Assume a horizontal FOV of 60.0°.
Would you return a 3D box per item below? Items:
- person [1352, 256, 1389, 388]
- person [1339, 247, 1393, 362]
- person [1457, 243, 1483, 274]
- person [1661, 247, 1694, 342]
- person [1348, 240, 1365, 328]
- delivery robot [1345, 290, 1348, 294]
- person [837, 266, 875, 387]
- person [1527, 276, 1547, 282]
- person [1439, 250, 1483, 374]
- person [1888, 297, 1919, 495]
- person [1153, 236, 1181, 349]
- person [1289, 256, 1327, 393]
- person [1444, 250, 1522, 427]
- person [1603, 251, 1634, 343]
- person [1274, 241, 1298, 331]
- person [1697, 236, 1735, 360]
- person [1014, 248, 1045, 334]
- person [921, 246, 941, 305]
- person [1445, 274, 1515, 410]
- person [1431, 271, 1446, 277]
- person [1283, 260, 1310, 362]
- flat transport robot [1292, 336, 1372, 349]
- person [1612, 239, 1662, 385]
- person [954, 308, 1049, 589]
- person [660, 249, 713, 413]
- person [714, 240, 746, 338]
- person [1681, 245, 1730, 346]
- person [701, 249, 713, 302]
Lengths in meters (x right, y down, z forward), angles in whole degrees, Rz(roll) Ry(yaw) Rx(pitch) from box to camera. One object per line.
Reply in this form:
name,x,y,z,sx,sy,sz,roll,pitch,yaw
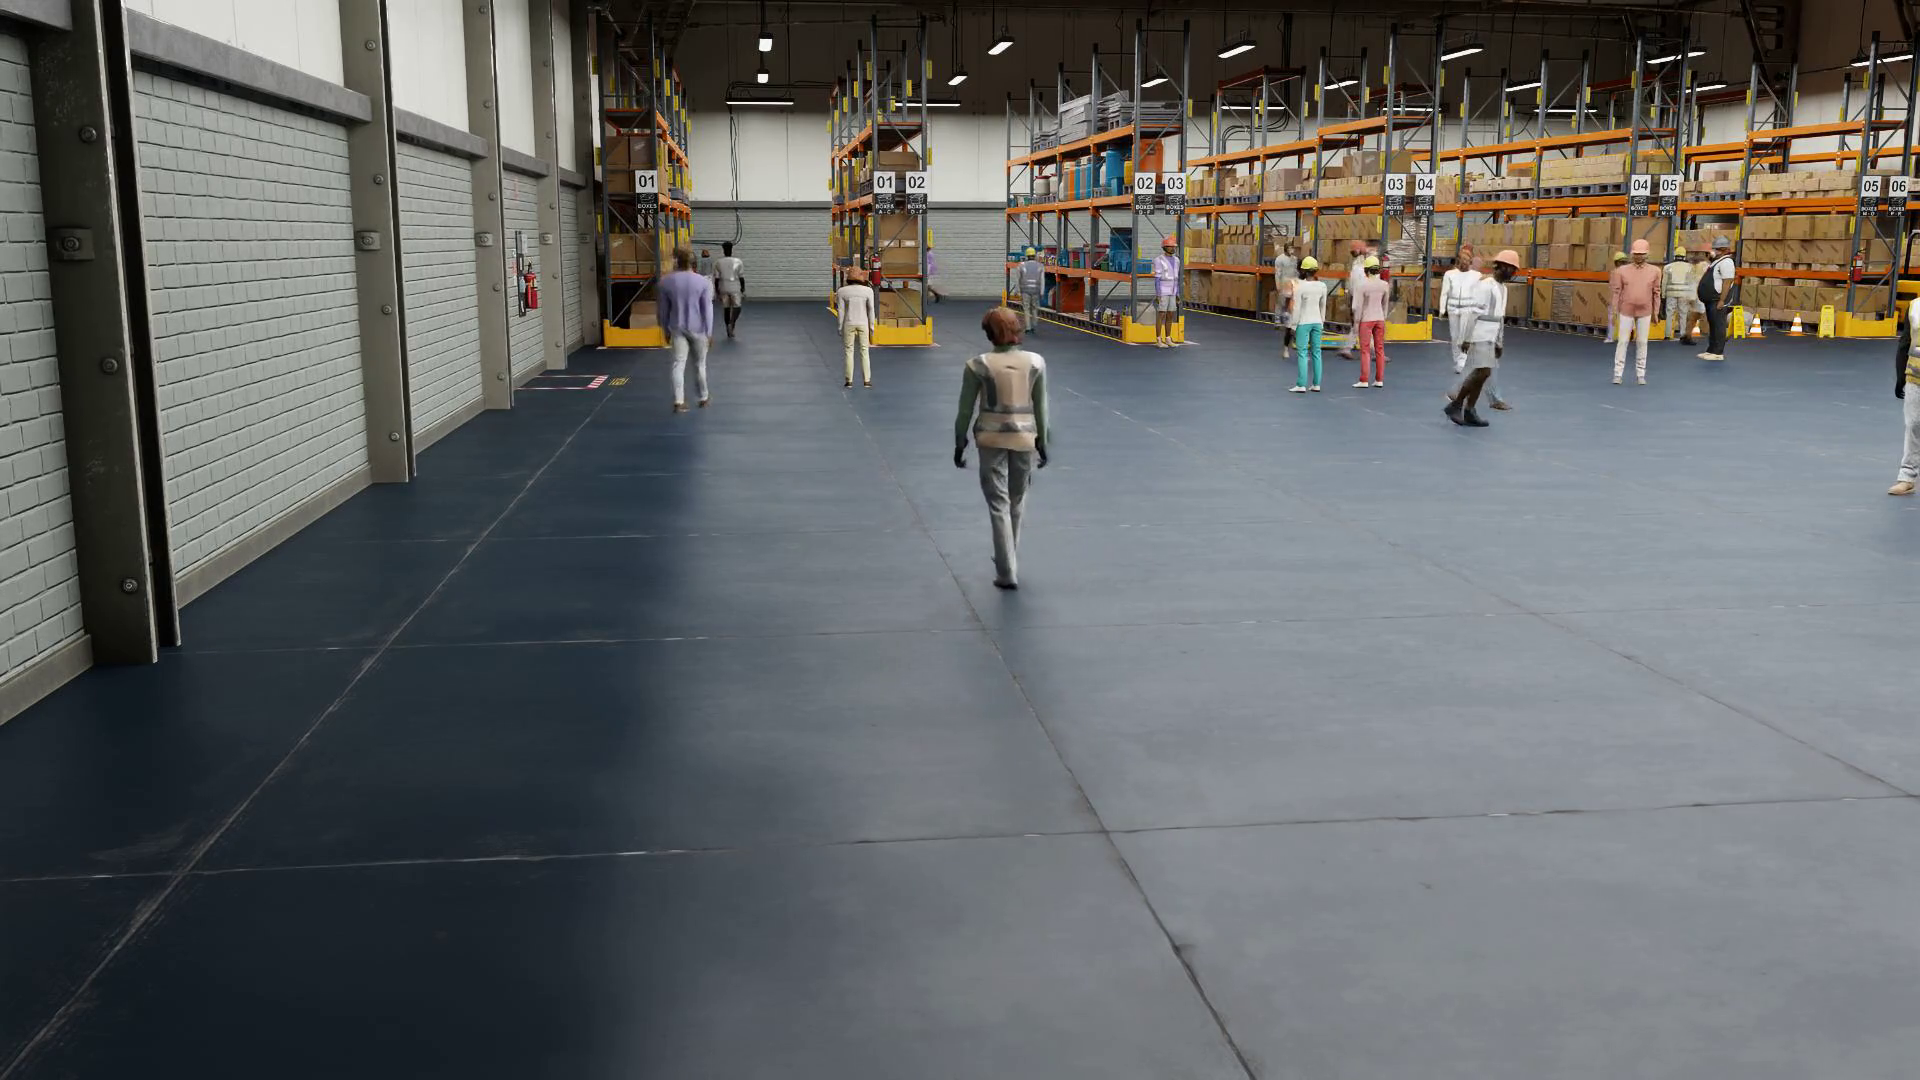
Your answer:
person,5.515,-2.923,22.368,0.523,1.769,0.320,-4,11,-20
person,6.633,-3.842,27.161,0.977,1.865,0.659,8,13,36
person,10.232,-5.036,33.586,0.639,1.904,0.402,-6,12,-30
person,13.925,-4.765,32.285,0.588,1.834,0.403,4,11,21
person,7.630,-4.692,31.519,0.619,1.969,0.634,10,14,43
delivery robot,11.784,-7.377,49.852,0.707,0.478,0.477,8,13,38
person,-1.407,-2.877,22.482,0.507,1.631,0.280,-1,10,-5
person,15.862,-7.240,45.655,0.651,1.906,0.403,-3,11,-18
person,7.503,-3.414,24.906,0.580,1.838,0.998,5,11,25
person,7.593,-1.234,12.911,0.429,1.839,0.633,-10,14,-42
person,3.795,-4.509,30.305,0.608,2.044,0.373,-9,14,-41
person,4.542,-2.804,21.714,0.523,1.772,0.301,-5,11,-26
person,5.610,-2.136,17.729,0.622,1.886,0.594,8,13,37
person,12.550,-4.604,31.612,0.534,1.750,0.603,-2,11,-12
person,7.058,-5.489,36.010,0.625,1.931,0.374,-8,13,-37
person,12.487,-4.001,27.527,0.538,2.000,0.689,2,11,11
person,1.447,-5.215,34.862,0.610,1.787,0.919,-1,10,-7
person,-0.913,-7.943,49.470,0.579,1.920,0.572,-1,10,-4
person,6.156,-2.341,19.638,0.803,1.599,0.508,6,12,28
person,14.631,-8.128,50.557,0.693,1.890,0.585,2,11,13
person,5.557,-3.779,27.362,0.530,1.664,0.845,-2,11,-11
flat transport robot,6.768,-3.598,30.172,1.431,0.197,0.652,2,11,12
person,9.286,-3.124,22.853,0.623,1.989,0.400,3,11,18
person,0.220,-0.548,9.755,0.542,1.605,0.699,-4,11,-20
person,-3.174,-2.436,19.383,0.650,1.886,1.015,1,10,6
person,-4.593,-4.978,33.119,0.631,1.952,0.647,1,10,7
person,13.857,-4.512,30.766,0.548,1.877,1.011,-8,13,-38
person,-7.827,-8.146,51.365,0.285,1.633,0.501,6,12,32
